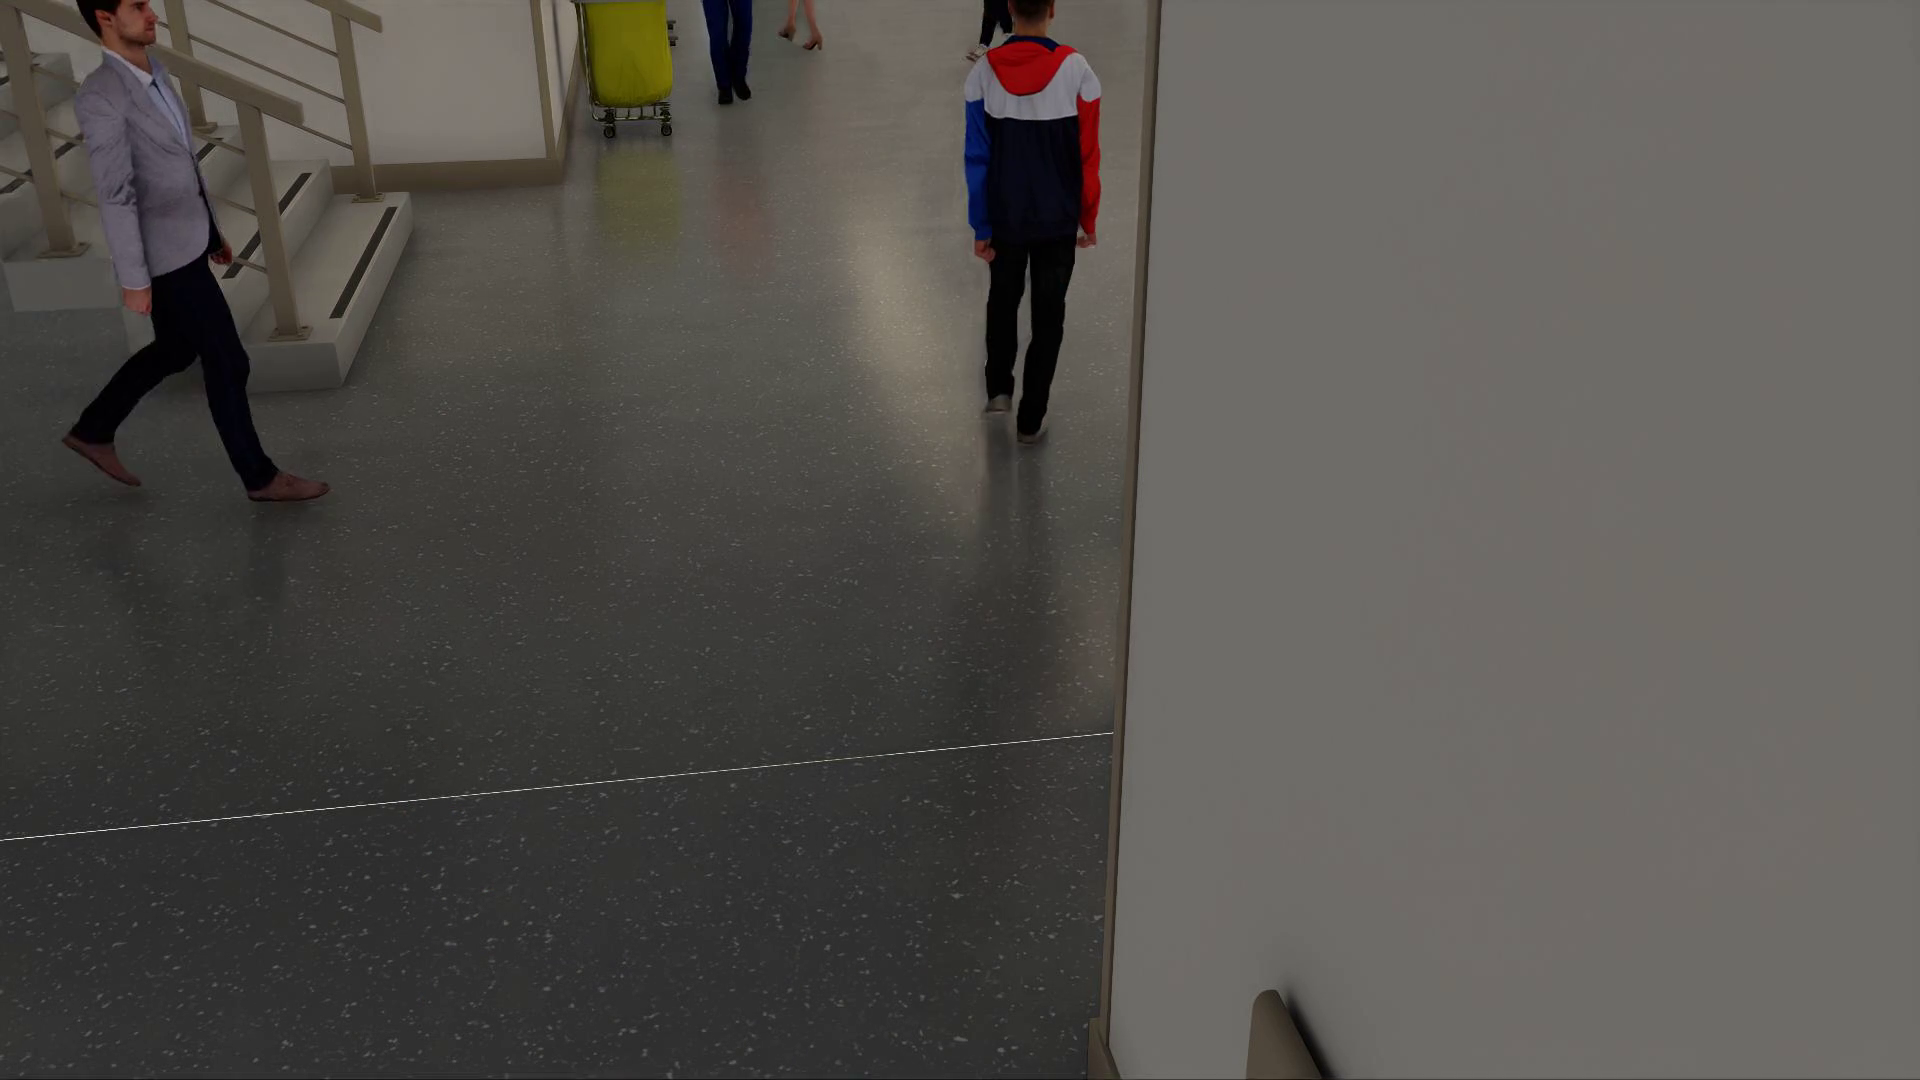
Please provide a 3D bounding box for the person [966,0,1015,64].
[{"bbox_3d":[0.309,-4.857,13.641,1.192,1.844,1.217,15,30,28],"label":"person"}]

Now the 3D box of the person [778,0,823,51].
[{"bbox_3d":[-1.331,-5.057,14.210,0.984,1.710,0.975,-23,34,-39],"label":"person"}]

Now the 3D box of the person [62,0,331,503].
[{"bbox_3d":[-2.760,-0.971,5.607,1.151,1.821,0.707,-3,26,-7],"label":"person"}]

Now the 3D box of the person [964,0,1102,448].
[{"bbox_3d":[0.256,-1.166,6.100,0.687,1.744,0.796,5,26,11],"label":"person"}]

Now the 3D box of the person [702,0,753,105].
[{"bbox_3d":[-1.735,-4.171,12.185,0.589,1.872,0.759,-5,26,-10],"label":"person"}]
